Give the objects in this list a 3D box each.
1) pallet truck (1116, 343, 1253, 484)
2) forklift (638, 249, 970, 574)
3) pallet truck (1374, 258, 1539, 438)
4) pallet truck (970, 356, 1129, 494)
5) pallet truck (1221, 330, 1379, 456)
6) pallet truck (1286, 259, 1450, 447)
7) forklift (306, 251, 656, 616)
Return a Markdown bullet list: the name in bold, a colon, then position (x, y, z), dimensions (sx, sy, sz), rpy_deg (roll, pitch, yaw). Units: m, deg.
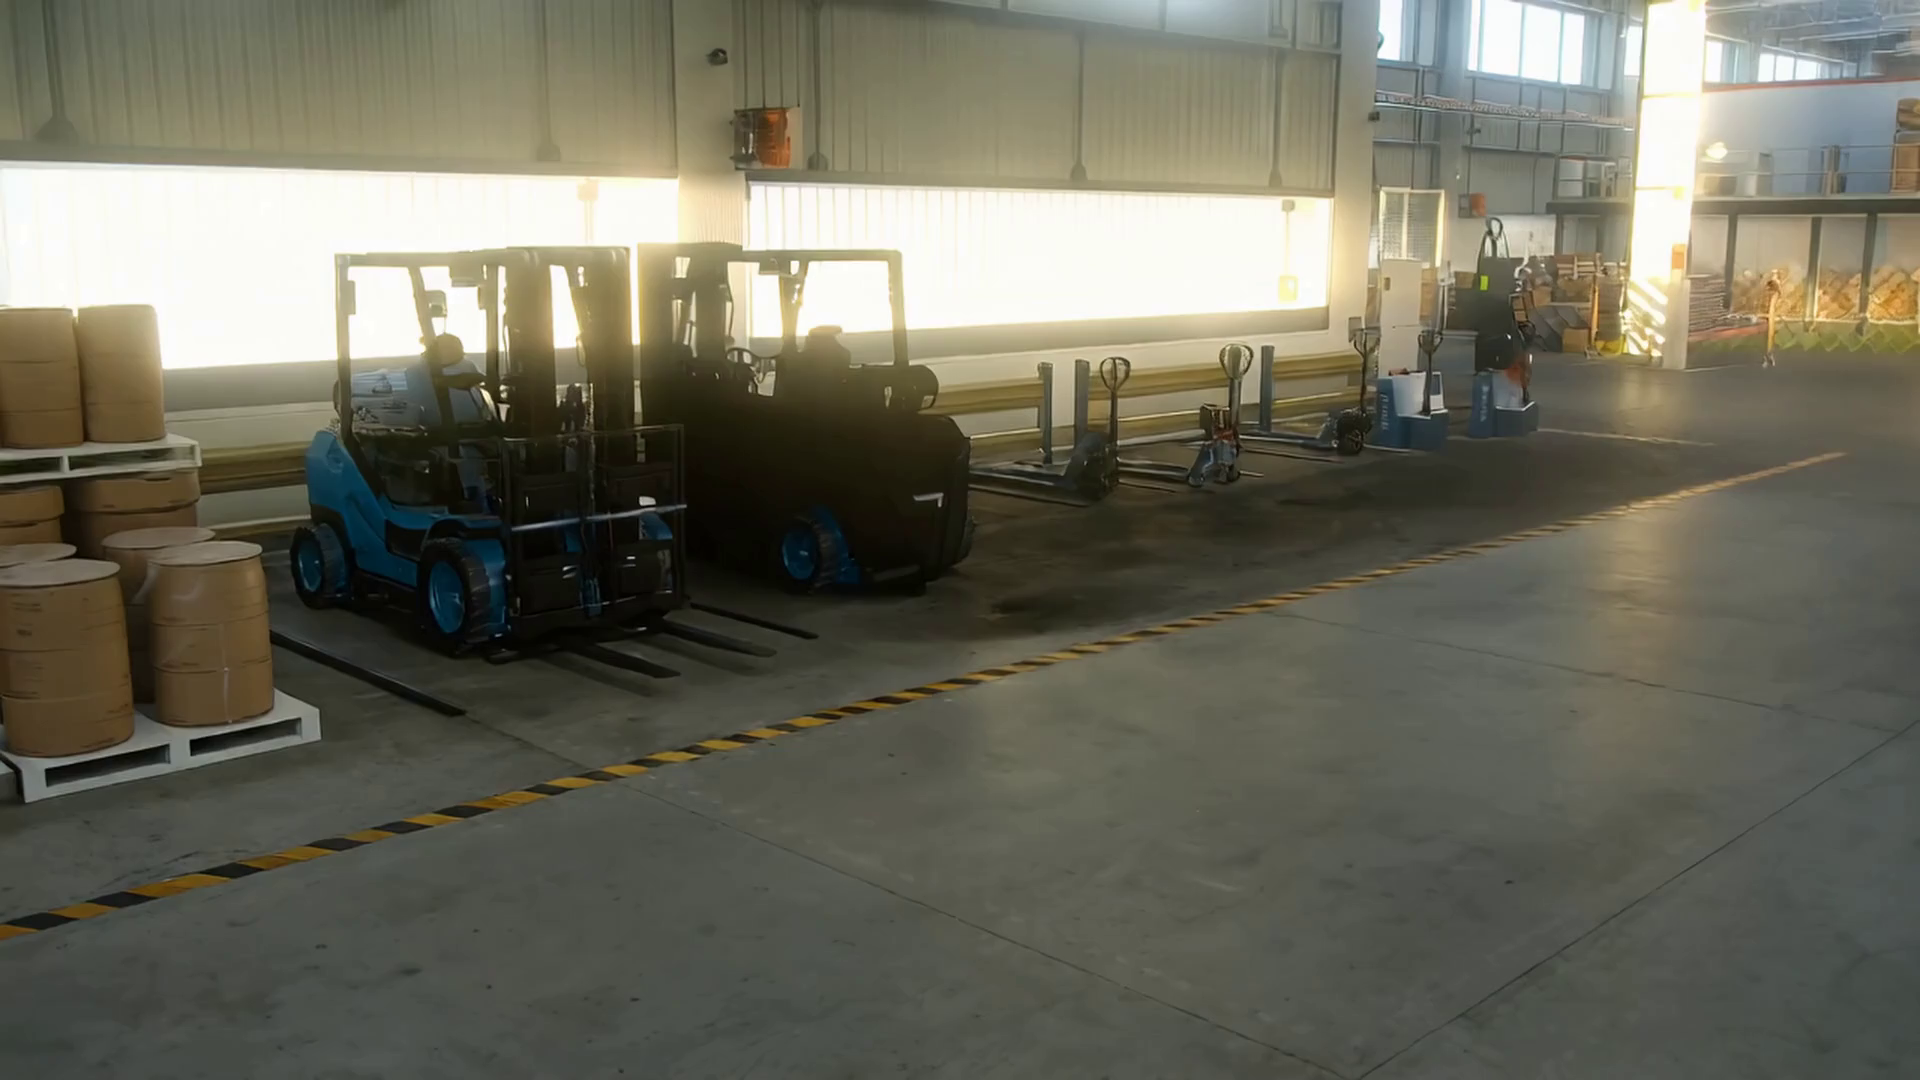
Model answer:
- **pallet truck**: position (1.962, -1.215, 15.415), dimensions (1.522, 1.261, 0.704), rpy_deg (10, 14, 43)
- **forklift**: position (-1.173, -0.958, 11.239), dimensions (2.680, 1.987, 1.157), rpy_deg (10, 14, 43)
- **pallet truck**: position (5.704, -2.208, 18.901), dimensions (1.885, 1.965, 0.823), rpy_deg (10, 14, 43)
- **pallet truck**: position (0.784, -1.085, 14.876), dimensions (0.680, 1.201, 1.601), rpy_deg (-10, 14, -44)
- **pallet truck**: position (3.563, -1.581, 17.381), dimensions (0.653, 1.274, 1.630), rpy_deg (-10, 14, -44)
- **pallet truck**: position (4.493, -2.078, 18.196), dimensions (0.823, 1.965, 1.885), rpy_deg (-9, 14, -40)
- **forklift**: position (-2.833, -0.669, 9.694), dimensions (1.157, 1.987, 2.680), rpy_deg (-10, 14, -44)
